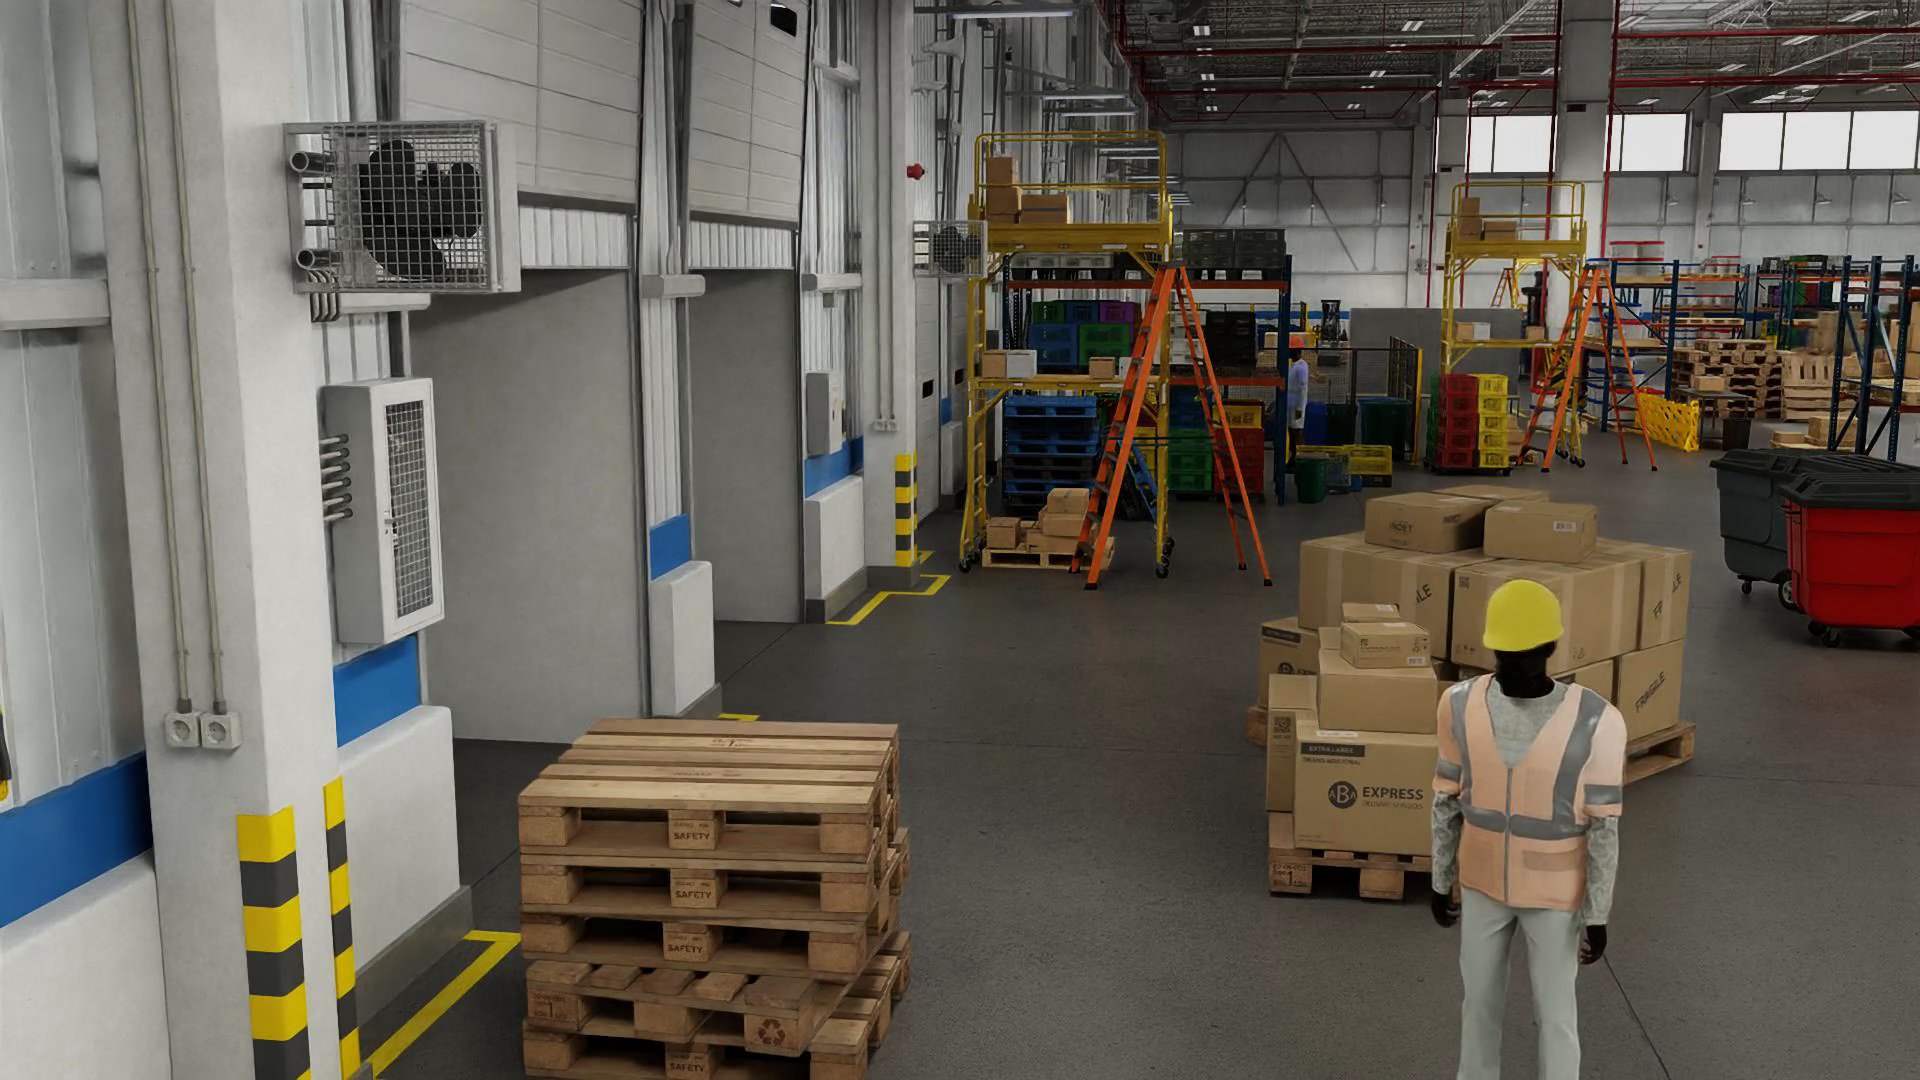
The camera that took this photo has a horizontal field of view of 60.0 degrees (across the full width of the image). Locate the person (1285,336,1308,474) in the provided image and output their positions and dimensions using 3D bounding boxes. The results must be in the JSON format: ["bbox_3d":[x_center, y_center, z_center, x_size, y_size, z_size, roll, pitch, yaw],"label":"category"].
[{"bbox_3d":[4.680,-1.897,23.371,0.364,1.934,0.552,-1,9,-7],"label":"person"}]

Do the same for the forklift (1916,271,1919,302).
[{"bbox_3d":[27.383,-6.247,47.292,1.873,2.768,1.129,4,10,24],"label":"forklift"}]

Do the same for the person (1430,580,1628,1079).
[{"bbox_3d":[1.735,1.065,5.165,0.588,1.918,0.397,7,12,37],"label":"person"}]

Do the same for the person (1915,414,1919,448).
[{"bbox_3d":[15.597,-2.335,26.681,0.320,1.739,0.484,9,13,43],"label":"person"}]

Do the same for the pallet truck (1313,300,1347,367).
[{"bbox_3d":[11.159,-6.200,49.718,0.823,1.965,1.885,4,10,26],"label":"pallet truck"}]

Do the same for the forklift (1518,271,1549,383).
[{"bbox_3d":[14.928,-5.367,41.864,1.129,2.768,1.873,6,11,35],"label":"forklift"}]
